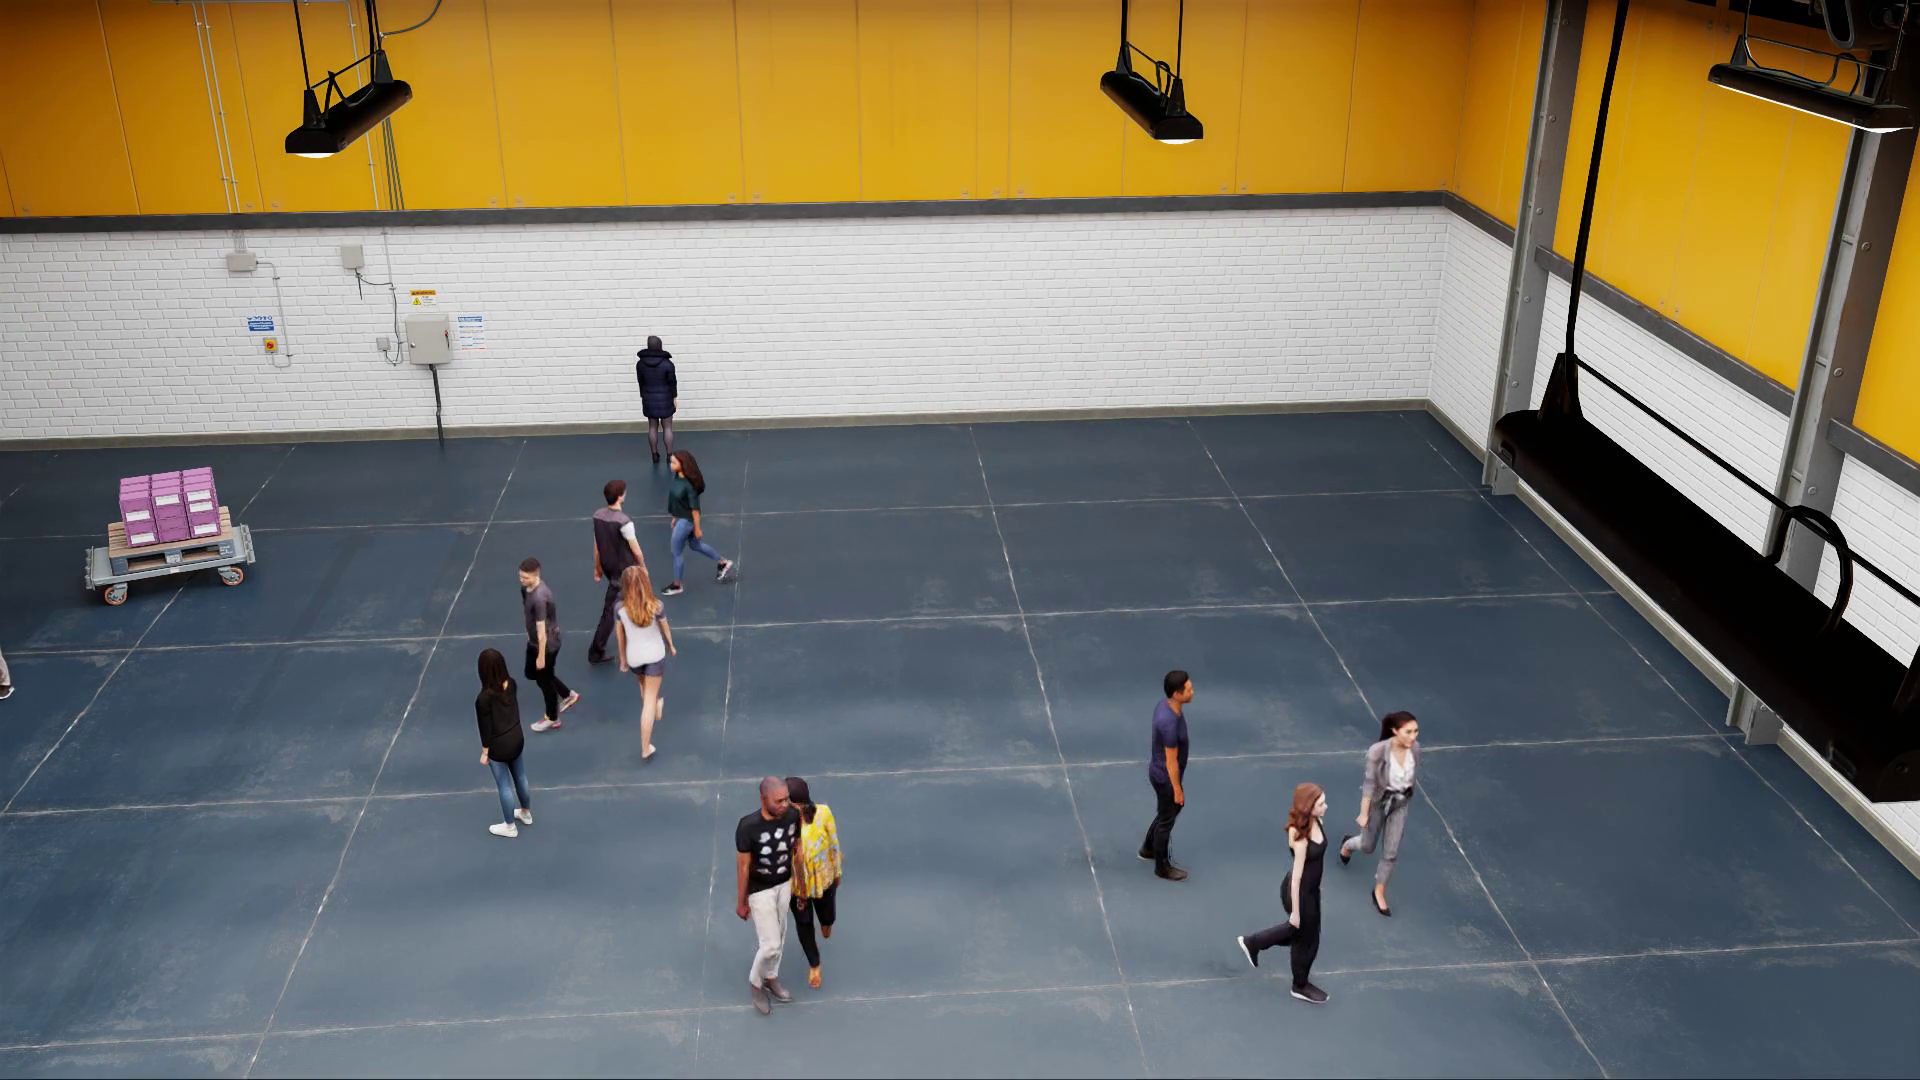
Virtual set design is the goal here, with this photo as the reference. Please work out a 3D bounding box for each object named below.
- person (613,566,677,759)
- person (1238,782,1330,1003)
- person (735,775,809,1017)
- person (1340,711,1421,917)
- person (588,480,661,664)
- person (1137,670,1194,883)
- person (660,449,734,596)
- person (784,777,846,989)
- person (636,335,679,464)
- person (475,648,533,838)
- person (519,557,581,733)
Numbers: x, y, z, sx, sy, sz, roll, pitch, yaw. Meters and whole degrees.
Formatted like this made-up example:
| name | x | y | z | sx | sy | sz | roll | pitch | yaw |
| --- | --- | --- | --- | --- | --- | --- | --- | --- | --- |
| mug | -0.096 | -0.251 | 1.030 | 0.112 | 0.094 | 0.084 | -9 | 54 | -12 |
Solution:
| name | x | y | z | sx | sy | sz | roll | pitch | yaw |
| --- | --- | --- | --- | --- | --- | --- | --- | --- | --- |
| person | -2.759 | 1.103 | 14.510 | 0.749 | 1.666 | 1.156 | 2 | 24 | 6 |
| person | 2.276 | 2.397 | 11.464 | 0.943 | 1.735 | 0.959 | 12 | 26 | 25 |
| person | -1.349 | 2.364 | 11.470 | 0.792 | 1.791 | 0.832 | -18 | 29 | -35 |
| person | 3.152 | 1.985 | 12.509 | 0.758 | 1.653 | 0.984 | -6 | 24 | -13 |
| person | -3.368 | 0.353 | 16.063 | 1.188 | 1.798 | 1.209 | 19 | 30 | 36 |
| person | 1.547 | 1.796 | 12.771 | 0.794 | 1.790 | 0.658 | 3 | 24 | 7 |
| person | -2.814 | -0.209 | 17.610 | 0.901 | 1.587 | 1.077 | -11 | 26 | -23 |
| person | -1.069 | 2.347 | 11.709 | 0.700 | 1.631 | 0.847 | -4 | 24 | -10 |
| person | -3.839 | -1.794 | 21.128 | 0.726 | 1.674 | 0.713 | 3 | 24 | 7 |
| person | -3.670 | 1.613 | 13.369 | 0.716 | 1.646 | 0.620 | 12 | 26 | 25 |
| person | -3.641 | 0.920 | 14.843 | 0.870 | 1.736 | 0.808 | -12 | 26 | -26 |
